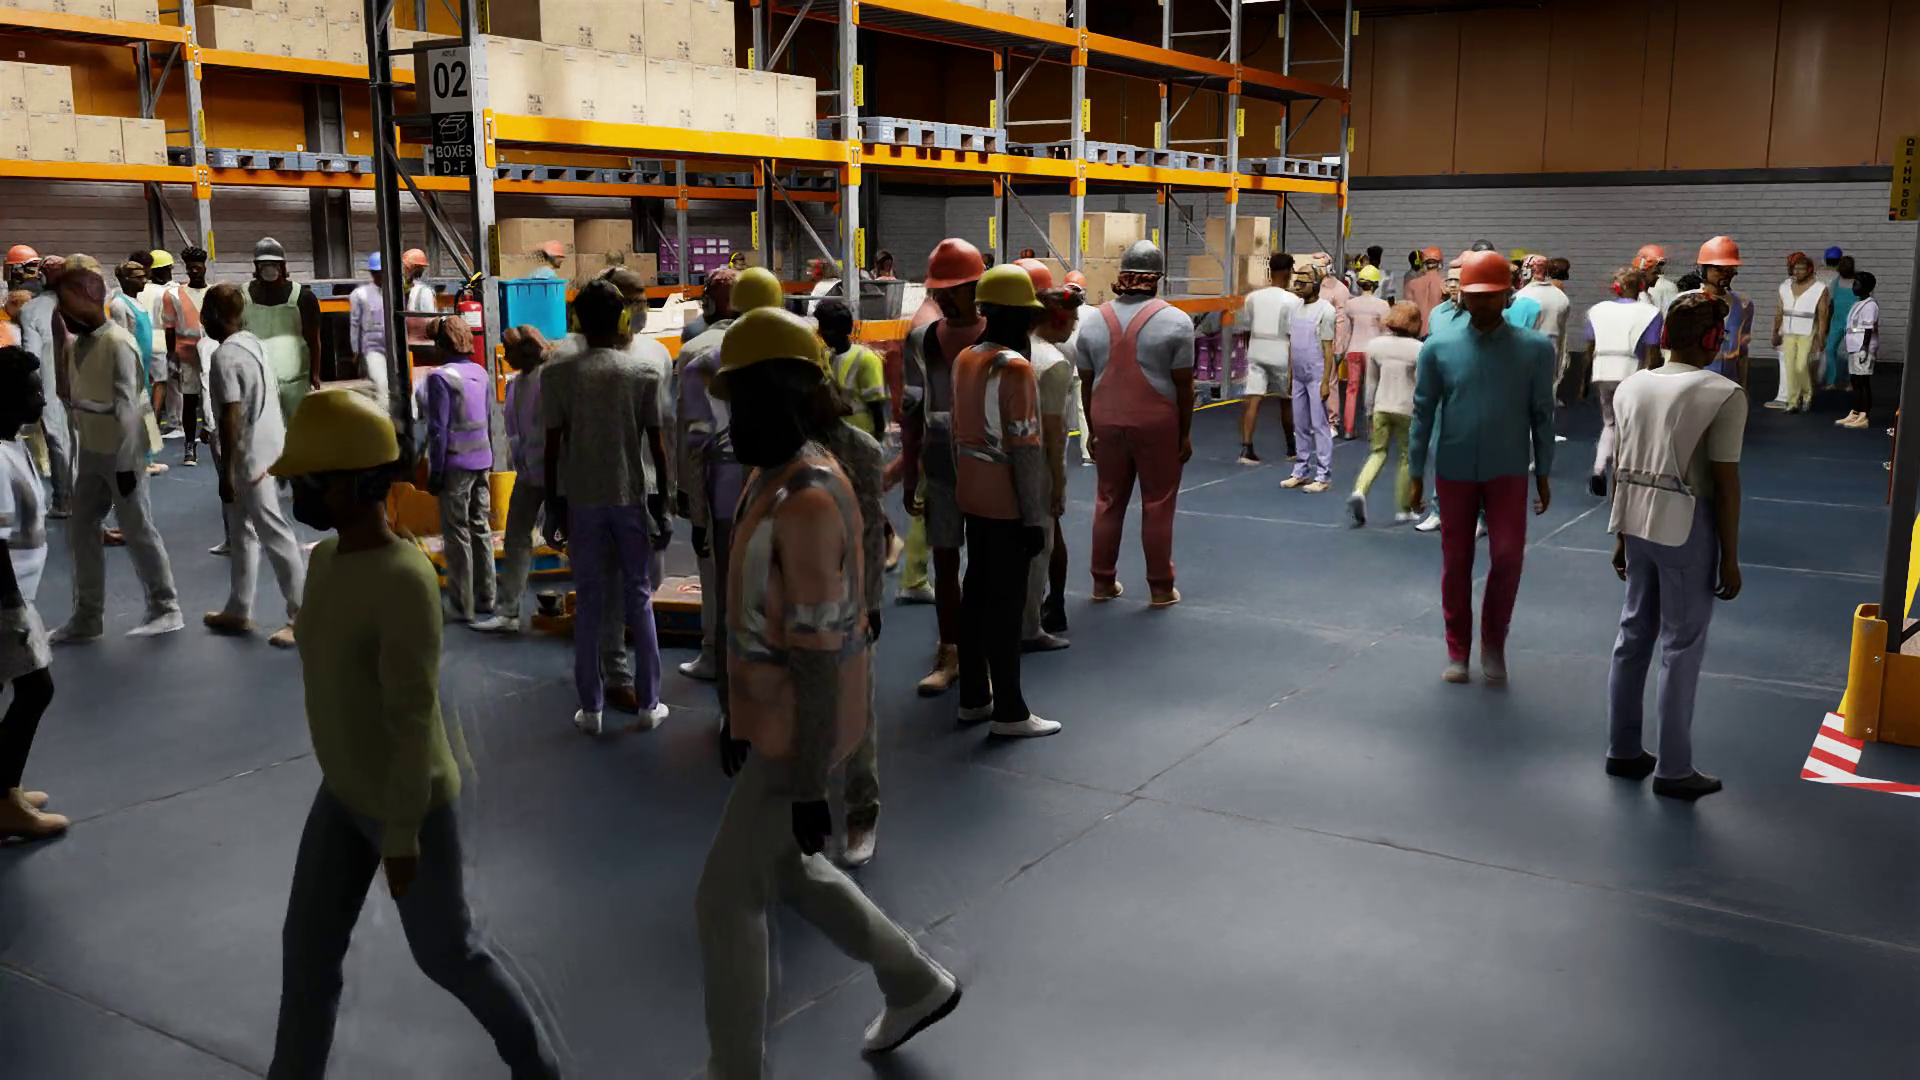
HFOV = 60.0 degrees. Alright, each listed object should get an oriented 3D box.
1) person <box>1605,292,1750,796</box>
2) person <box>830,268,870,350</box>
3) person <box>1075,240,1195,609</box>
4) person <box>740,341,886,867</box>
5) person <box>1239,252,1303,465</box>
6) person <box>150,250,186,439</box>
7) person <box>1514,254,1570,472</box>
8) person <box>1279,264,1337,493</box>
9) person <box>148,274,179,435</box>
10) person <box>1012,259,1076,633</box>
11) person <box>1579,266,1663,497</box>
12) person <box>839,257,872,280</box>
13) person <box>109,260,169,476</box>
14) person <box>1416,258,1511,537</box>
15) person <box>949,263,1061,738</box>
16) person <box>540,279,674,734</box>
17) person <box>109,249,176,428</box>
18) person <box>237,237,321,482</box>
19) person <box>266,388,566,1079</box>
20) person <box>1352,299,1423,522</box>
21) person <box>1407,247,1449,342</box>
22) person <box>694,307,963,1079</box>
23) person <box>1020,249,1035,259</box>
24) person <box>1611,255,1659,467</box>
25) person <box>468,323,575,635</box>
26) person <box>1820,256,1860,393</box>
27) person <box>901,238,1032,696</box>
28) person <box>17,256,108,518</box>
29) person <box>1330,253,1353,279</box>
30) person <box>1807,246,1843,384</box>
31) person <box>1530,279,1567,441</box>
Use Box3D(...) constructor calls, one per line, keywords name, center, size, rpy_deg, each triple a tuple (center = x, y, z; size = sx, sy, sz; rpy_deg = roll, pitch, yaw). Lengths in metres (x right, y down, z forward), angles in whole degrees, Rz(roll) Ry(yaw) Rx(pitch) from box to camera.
Box3D(name="person", center=(2.603, 0.017, 6.109), size=(0.393, 1.836, 0.560), rpy_deg=(-4, 11, -23))
Box3D(name="person", center=(-1.130, -2.193, 18.167), size=(0.595, 1.908, 0.393), rpy_deg=(0, 10, -1))
Box3D(name="person", center=(1.008, -0.651, 9.235), size=(0.682, 2.000, 0.535), rpy_deg=(6, 12, 31))
Box3D(name="person", center=(-0.484, 0.198, 5.401), size=(0.487, 1.729, 0.322), rpy_deg=(2, 10, 11))
Box3D(name="person", center=(2.833, -1.640, 15.084), size=(0.627, 1.919, 0.997), rpy_deg=(7, 13, 35))
Box3D(name="person", center=(-8.078, -1.996, 17.016), size=(0.371, 1.923, 0.586), rpy_deg=(-4, 11, -22))
Box3D(name="person", center=(4.925, -1.506, 14.372), size=(0.644, 1.900, 0.399), rpy_deg=(-5, 11, -24))
Box3D(name="person", center=(2.814, -1.295, 13.391), size=(0.349, 1.837, 0.502), rpy_deg=(-6, 12, -28))
Box3D(name="person", center=(-8.201, -1.998, 17.140), size=(0.353, 1.883, 0.573), rpy_deg=(-1, 10, -8))
Box3D(name="person", center=(0.368, -0.475, 8.583), size=(0.387, 1.929, 0.543), rpy_deg=(-5, 11, -26))
Box3D(name="person", center=(5.104, -1.193, 12.850), size=(0.441, 1.819, 0.648), rpy_deg=(-9, 14, -41))
Box3D(name="person", center=(-1.537, -3.256, 23.944), size=(0.615, 1.943, 0.408), rpy_deg=(8, 13, 39))
Box3D(name="person", center=(-7.095, -1.472, 14.325), size=(0.343, 1.847, 0.506), rpy_deg=(-2, 10, -9))
Box3D(name="person", center=(3.423, -0.967, 11.397), size=(0.397, 1.899, 0.654), rpy_deg=(-7, 13, -36))
Box3D(name="person", center=(0.171, -0.157, 6.813), size=(0.366, 1.928, 0.585), rpy_deg=(-6, 12, -29))
Box3D(name="person", center=(-1.450, -0.130, 6.837), size=(0.535, 1.864, 0.309), rpy_deg=(-2, 10, -11))
Box3D(name="person", center=(-8.166, -1.935, 16.665), size=(0.604, 1.941, 0.821), rpy_deg=(-3, 11, -14))
Box3D(name="person", center=(-5.304, -1.313, 12.904), size=(0.682, 2.000, 0.537), rpy_deg=(-3, 11, -18))
Box3D(name="person", center=(-1.250, 0.537, 3.538), size=(0.824, 1.726, 0.540), rpy_deg=(-10, 14, -43))
Box3D(name="person", center=(3.076, -0.898, 11.805), size=(0.512, 1.616, 0.643), rpy_deg=(9, 14, 41))
Box3D(name="person", center=(5.534, -2.480, 19.646), size=(0.603, 1.959, 0.998), rpy_deg=(7, 13, 35))
Box3D(name="person", center=(-0.372, 0.416, 3.766), size=(0.731, 1.880, 0.603), rpy_deg=(-2, 10, -11))
Box3D(name="person", center=(1.075, -3.536, 25.655), size=(0.355, 1.886, 0.572), rpy_deg=(0, 10, 0))
Box3D(name="person", center=(6.035, -1.584, 14.839), size=(0.344, 1.883, 0.584), rpy_deg=(8, 13, 37))
Box3D(name="person", center=(-2.188, -0.307, 8.571), size=(0.533, 1.589, 0.810), rpy_deg=(7, 12, 35))
Box3D(name="person", center=(11.713, -2.840, 22.029), size=(0.770, 1.801, 0.631), rpy_deg=(-7, 12, -34))
Box3D(name="person", center=(0.009, -0.296, 7.311), size=(0.612, 2.030, 0.403), rpy_deg=(4, 11, 22))
Box3D(name="person", center=(-6.550, -1.114, 12.174), size=(0.409, 1.909, 0.642), rpy_deg=(6, 12, 32))
Box3D(name="person", center=(5.876, -3.506, 25.651), size=(0.625, 1.843, 0.441), rpy_deg=(-6, 12, -29))
Box3D(name="person", center=(12.124, -3.136, 23.295), size=(0.643, 1.933, 0.497), rpy_deg=(9, 13, 39))
Box3D(name="person", center=(5.955, -1.820, 16.843), size=(0.286, 1.633, 0.500), rpy_deg=(-4, 11, -20))
